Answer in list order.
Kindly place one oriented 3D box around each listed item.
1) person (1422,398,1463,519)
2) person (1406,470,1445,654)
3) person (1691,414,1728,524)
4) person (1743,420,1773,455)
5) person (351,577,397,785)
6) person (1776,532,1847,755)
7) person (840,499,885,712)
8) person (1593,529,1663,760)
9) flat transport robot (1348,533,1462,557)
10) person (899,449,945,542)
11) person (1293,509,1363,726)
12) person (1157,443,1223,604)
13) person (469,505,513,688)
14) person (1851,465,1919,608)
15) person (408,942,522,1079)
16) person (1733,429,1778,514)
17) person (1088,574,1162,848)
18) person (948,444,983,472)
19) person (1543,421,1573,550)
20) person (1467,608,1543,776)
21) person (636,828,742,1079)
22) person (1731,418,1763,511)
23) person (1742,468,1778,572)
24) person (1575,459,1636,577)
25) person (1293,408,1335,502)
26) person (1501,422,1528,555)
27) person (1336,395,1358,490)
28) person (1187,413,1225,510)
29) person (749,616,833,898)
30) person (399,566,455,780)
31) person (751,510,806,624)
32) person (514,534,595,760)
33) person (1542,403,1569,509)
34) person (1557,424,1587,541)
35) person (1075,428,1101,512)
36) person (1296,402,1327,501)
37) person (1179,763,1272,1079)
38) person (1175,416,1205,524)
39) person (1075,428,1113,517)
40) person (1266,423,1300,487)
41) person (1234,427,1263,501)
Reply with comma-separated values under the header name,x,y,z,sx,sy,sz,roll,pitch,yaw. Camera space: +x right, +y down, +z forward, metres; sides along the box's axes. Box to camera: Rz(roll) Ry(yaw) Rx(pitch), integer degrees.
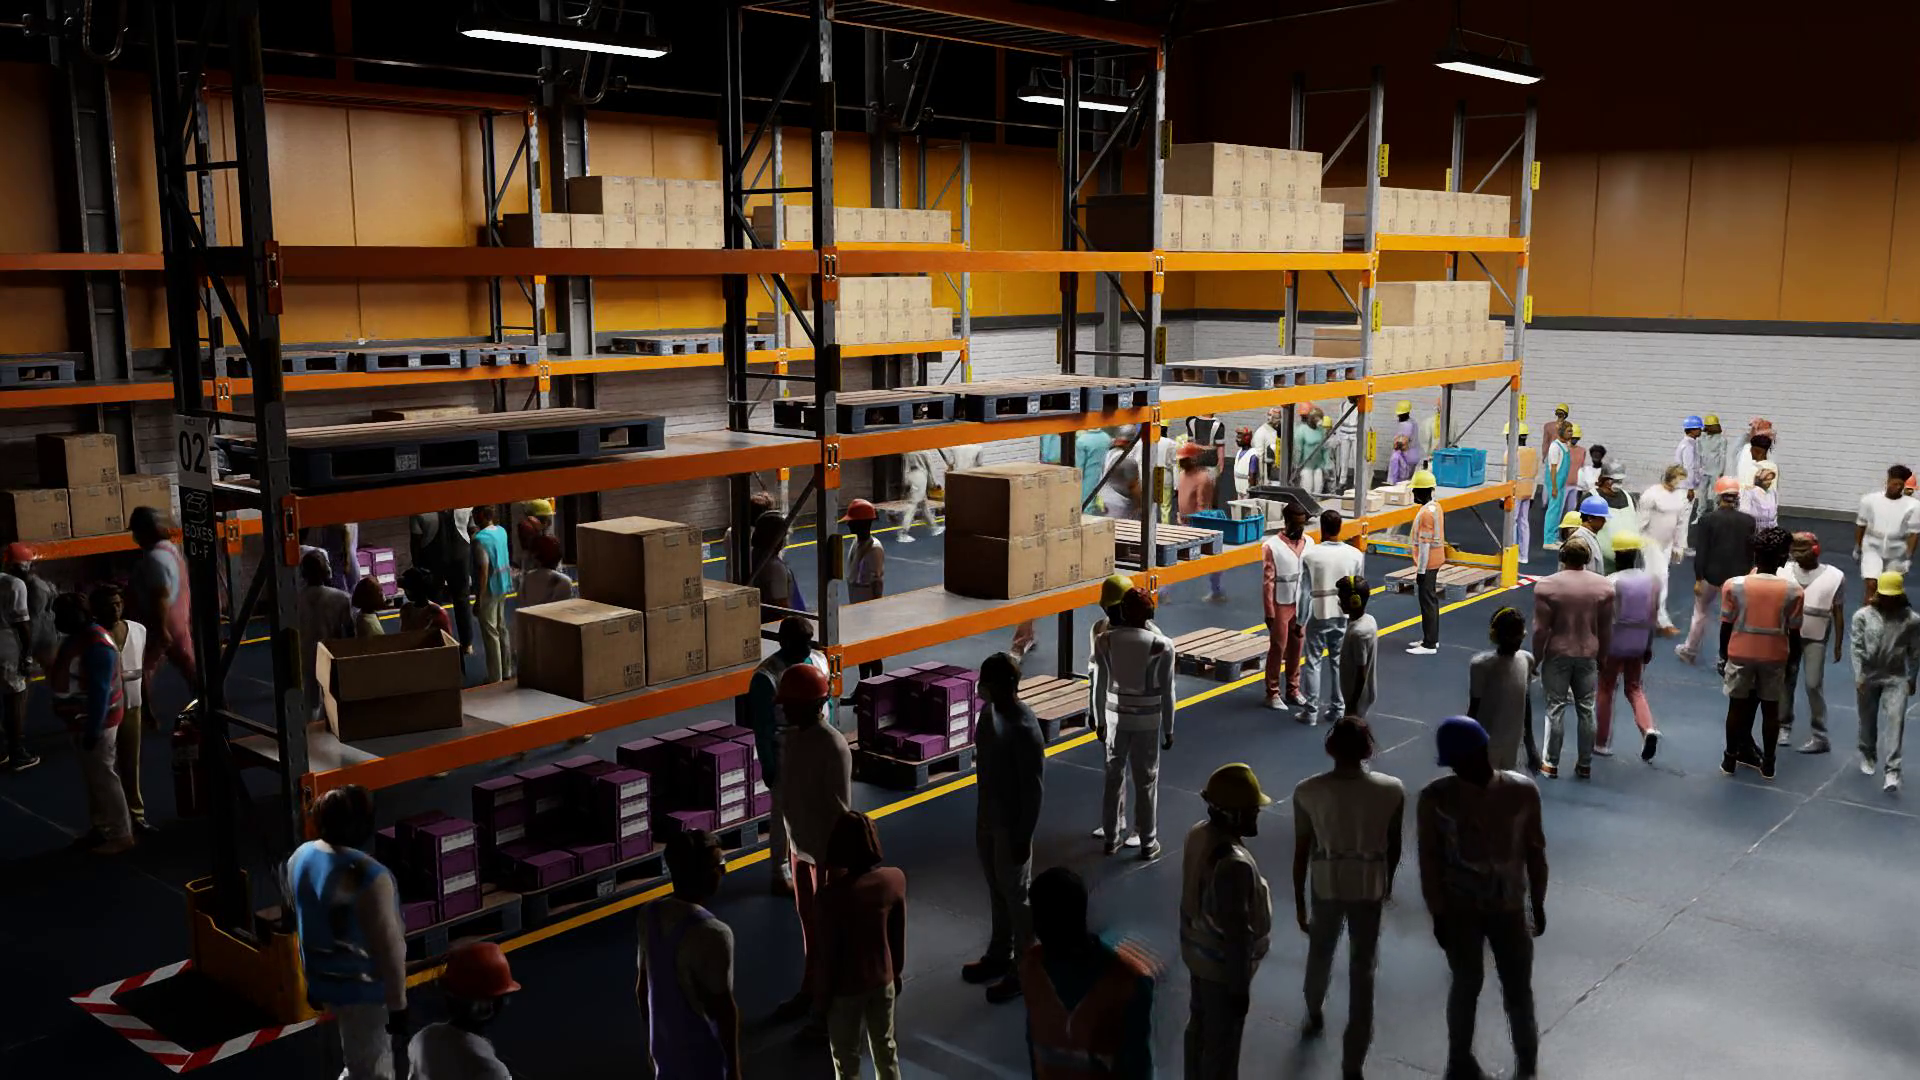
name,x,y,z,sx,sy,sz,roll,pitch,yaw
person,7.614,-1.286,26.175,0.623,1.975,0.545,-3,10,-18
person,4.822,0.230,17.295,0.409,1.918,0.585,4,10,21
person,11.538,-1.070,25.600,0.343,1.736,0.484,-6,11,-33
person,11.065,-0.727,23.090,0.585,1.882,0.337,-6,11,-34
person,-4.566,1.092,12.967,0.279,1.636,0.500,-4,10,-21
person,7.057,0.844,13.898,0.501,1.821,0.595,-9,13,-42
person,-0.883,0.591,15.067,0.357,1.938,0.542,-5,11,-27
person,5.429,0.866,13.530,0.616,1.905,0.660,-2,10,-11
flat transport robot,6.137,0.087,23.040,0.652,0.197,1.431,-9,13,-44
person,-0.556,-0.834,24.309,0.942,1.685,0.492,-7,12,-35
person,3.237,0.686,14.598,0.603,1.904,0.386,-2,10,-13
person,2.709,-0.182,19.670,1.073,1.927,0.612,-6,11,-32
person,-4.455,0.513,15.801,0.375,1.843,0.575,1,10,7
person,9.960,0.126,17.911,0.623,1.907,0.946,5,11,29
person,-1.750,2.260,5.858,0.979,1.692,0.532,-7,12,-34
person,10.662,-0.556,22.181,0.964,1.843,0.659,0,10,-2
person,1.136,1.177,11.647,0.592,1.914,0.398,8,12,38
person,0.106,-0.743,23.410,0.520,1.810,0.981,4,10,24
person,8.454,-0.773,23.513,0.341,1.839,0.504,6,11,33
person,3.544,1.350,10.813,0.594,1.857,0.408,-5,11,-25
person,-1.066,2.049,6.642,0.506,1.842,0.342,7,12,37
person,11.136,-0.781,23.396,0.657,1.893,0.400,-4,10,-21
person,9.494,-0.046,19.781,0.507,1.630,0.312,-4,10,-21
person,6.769,0.161,17.322,0.689,2.000,0.538,-3,10,-17
person,5.236,-1.019,24.811,0.661,1.919,0.478,-7,12,-38
person,7.501,-0.663,22.589,0.382,1.923,0.593,9,13,42
person,6.962,-1.813,29.567,0.573,1.887,0.354,7,12,37
person,3.768,-1.187,25.429,0.612,2.029,0.409,5,11,29
person,-1.052,1.379,10.700,0.429,1.830,0.634,8,12,40
person,-4.207,1.039,13.095,0.537,1.698,0.320,6,11,31
person,-1.536,0.754,13.783,0.536,2.000,0.688,-6,11,-32
person,-3.432,0.878,13.671,0.603,1.844,0.914,7,12,36
person,9.836,-1.369,27.325,0.530,1.753,0.340,6,11,32
person,8.704,-0.774,23.730,0.533,1.766,0.318,-3,10,-17
person,2.028,-1.330,27.062,0.525,1.762,0.340,1,10,8
person,5.546,-1.249,26.176,0.860,1.907,0.543,-8,13,-41
person,1.204,1.900,7.559,0.404,1.833,0.591,-2,10,-9
person,3.577,-1.086,25.820,0.533,1.694,0.319,-2,10,-13
person,1.882,-0.881,23.929,0.643,1.913,0.410,-7,12,-38
person,4.781,-0.894,24.691,0.537,1.679,0.364,-3,10,-15
person,3.911,-0.619,22.606,0.388,1.837,0.560,-2,10,-12
